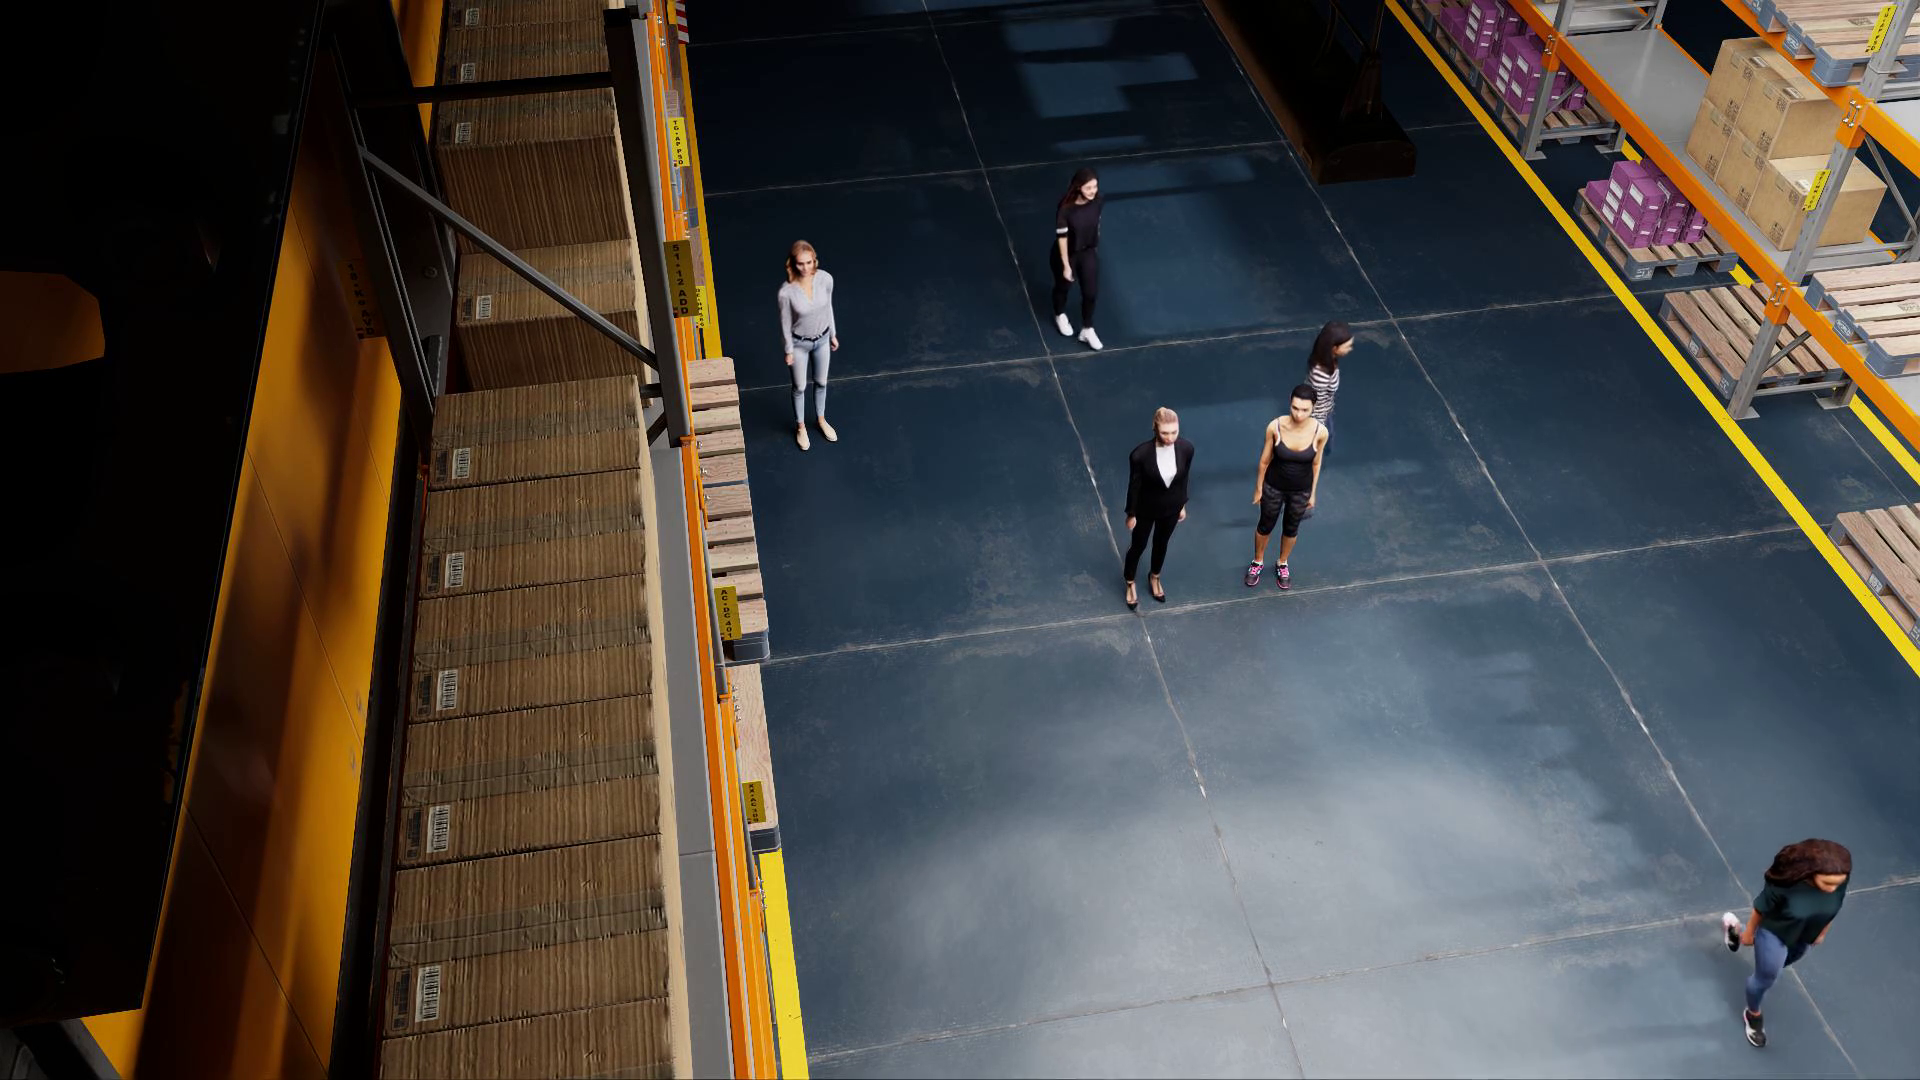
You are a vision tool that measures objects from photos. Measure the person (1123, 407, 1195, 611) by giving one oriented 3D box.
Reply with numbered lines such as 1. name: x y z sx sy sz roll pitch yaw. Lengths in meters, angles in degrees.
1. person: 1.323 -0.213 11.203 0.626 1.705 0.542 -11 45 -11

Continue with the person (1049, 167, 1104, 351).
1. person: 0.886 -2.362 13.523 0.744 1.617 0.894 -18 47 -18

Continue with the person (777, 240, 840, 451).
1. person: -1.133 -1.475 12.462 0.641 1.796 0.591 -19 47 -19

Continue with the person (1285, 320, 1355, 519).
1. person: 2.413 -0.833 11.804 0.819 1.774 0.775 10 44 10

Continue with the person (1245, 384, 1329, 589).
1. person: 2.236 -0.368 11.349 0.641 1.728 0.634 6 44 7

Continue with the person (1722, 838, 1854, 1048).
1. person: 4.398 2.028 8.933 0.694 1.592 0.965 -5 44 -5
